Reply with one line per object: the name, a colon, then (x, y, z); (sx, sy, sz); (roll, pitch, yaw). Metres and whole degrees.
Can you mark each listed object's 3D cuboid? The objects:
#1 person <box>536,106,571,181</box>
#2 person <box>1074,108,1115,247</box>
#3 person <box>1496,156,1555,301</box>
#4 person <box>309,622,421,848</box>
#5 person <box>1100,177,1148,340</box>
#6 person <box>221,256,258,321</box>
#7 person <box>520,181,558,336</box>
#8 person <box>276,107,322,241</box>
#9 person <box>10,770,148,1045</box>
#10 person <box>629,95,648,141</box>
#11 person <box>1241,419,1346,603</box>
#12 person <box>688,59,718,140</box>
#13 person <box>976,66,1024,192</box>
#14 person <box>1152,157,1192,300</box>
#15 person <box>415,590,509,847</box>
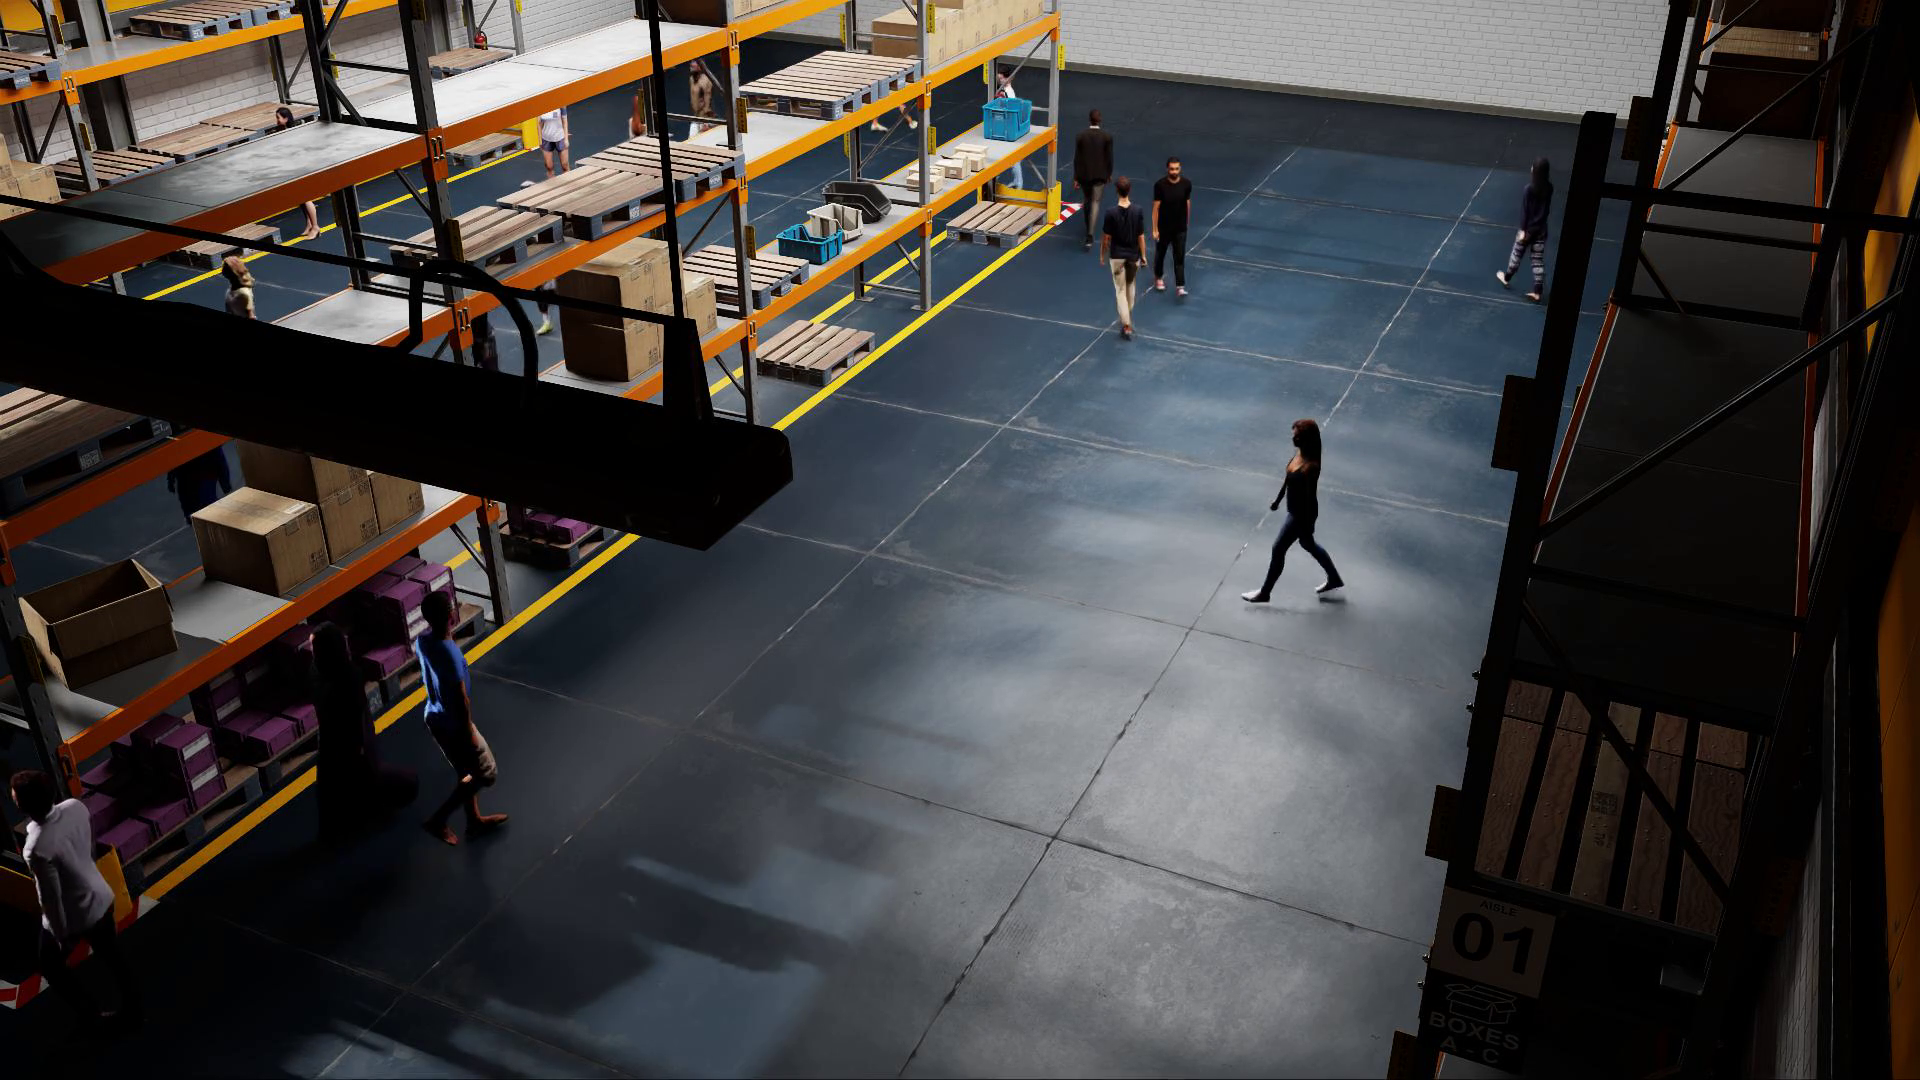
person: (-5.804, -5.729, 23.794); (0.672, 1.706, 0.664); (0, 29, 0)
person: (1.758, -4.732, 21.919); (0.846, 1.752, 1.255); (5, 29, 10)
person: (6.996, -3.731, 20.158); (1.045, 1.680, 1.118); (-10, 30, -17)
person: (-4.039, 1.243, 11.128); (0.611, 1.596, 1.004); (14, 32, 24)
person: (1.901, -3.178, 18.996); (0.953, 1.822, 1.045); (-5, 29, -9)
person: (-7.250, -2.113, 17.157); (0.741, 1.714, 0.721); (-25, 37, -37)
person: (-4.796, -3.273, 19.164); (0.659, 1.829, 0.742); (10, 30, 18)
person: (-8.853, -4.896, 22.201); (0.797, 1.769, 0.775); (-19, 34, -31)
person: (-4.887, 2.068, 9.364); (0.811, 1.837, 0.674); (4, 29, 8)
person: (-4.415, -5.228, 22.896); (0.710, 1.685, 1.012); (18, 34, 30)
person: (2.896, -0.220, 13.723); (0.946, 1.679, 1.127); (1, 29, 2)
person: (-3.722, -6.230, 24.605); (1.017, 1.809, 0.946); (-21, 35, -33)
person: (0.750, -5.868, 23.922); (0.983, 1.827, 0.993); (2, 29, 3)
person: (2.541, -3.840, 20.323); (1.037, 1.713, 1.213); (-4, 29, -8)
person: (-3.403, 1.229, 10.904); (0.965, 1.835, 0.849); (-20, 34, -32)
